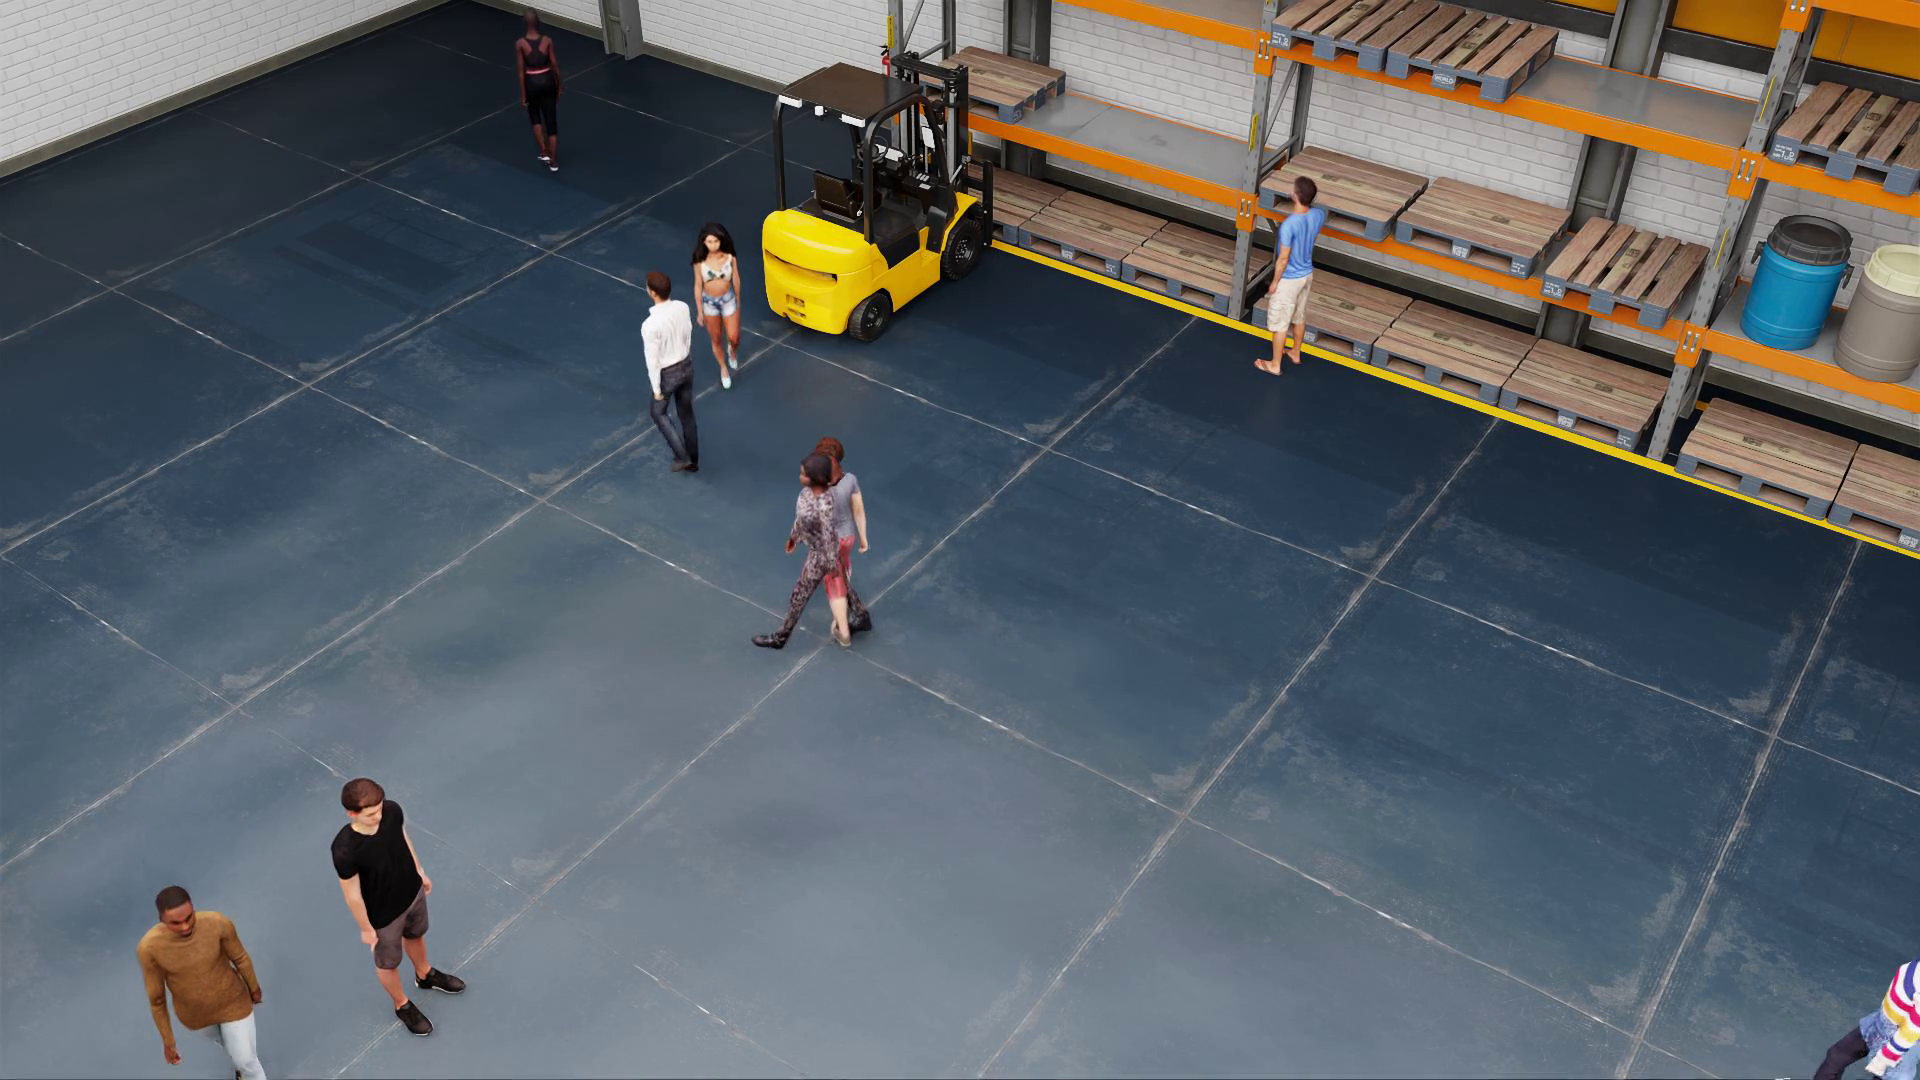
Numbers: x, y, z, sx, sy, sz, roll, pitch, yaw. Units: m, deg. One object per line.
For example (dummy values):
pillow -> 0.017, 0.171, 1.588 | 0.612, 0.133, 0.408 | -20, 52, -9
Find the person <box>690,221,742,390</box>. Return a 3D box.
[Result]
person -> -2.118, -2.080, 14.575 | 0.717, 1.615, 0.777 | -8, 39, -9

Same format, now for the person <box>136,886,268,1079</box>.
person -> -3.984, 2.396, 8.844 | 1.067, 1.772, 1.257 | -14, 41, -16

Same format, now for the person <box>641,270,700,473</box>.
person -> -2.242, -1.298, 13.402 | 0.663, 1.856, 0.682 | 28, 46, 30

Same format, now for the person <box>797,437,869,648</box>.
person -> -0.869, 0.066, 11.883 | 0.881, 1.620, 1.054 | -18, 42, -21

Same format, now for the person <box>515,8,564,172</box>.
person -> -4.496, -4.802, 17.879 | 0.777, 1.744, 0.832 | -12, 40, -15

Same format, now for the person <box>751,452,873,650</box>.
person -> -0.909, 0.083, 11.824 | 1.127, 1.668, 1.095 | -8, 39, -10

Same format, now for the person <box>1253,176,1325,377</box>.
person -> 2.952, -2.335, 14.694 | 0.705, 1.864, 0.662 | -27, 46, -30

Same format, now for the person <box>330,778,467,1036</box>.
person -> -3.189, 1.989, 9.284 | 0.644, 1.858, 0.713 | 16, 41, 19
